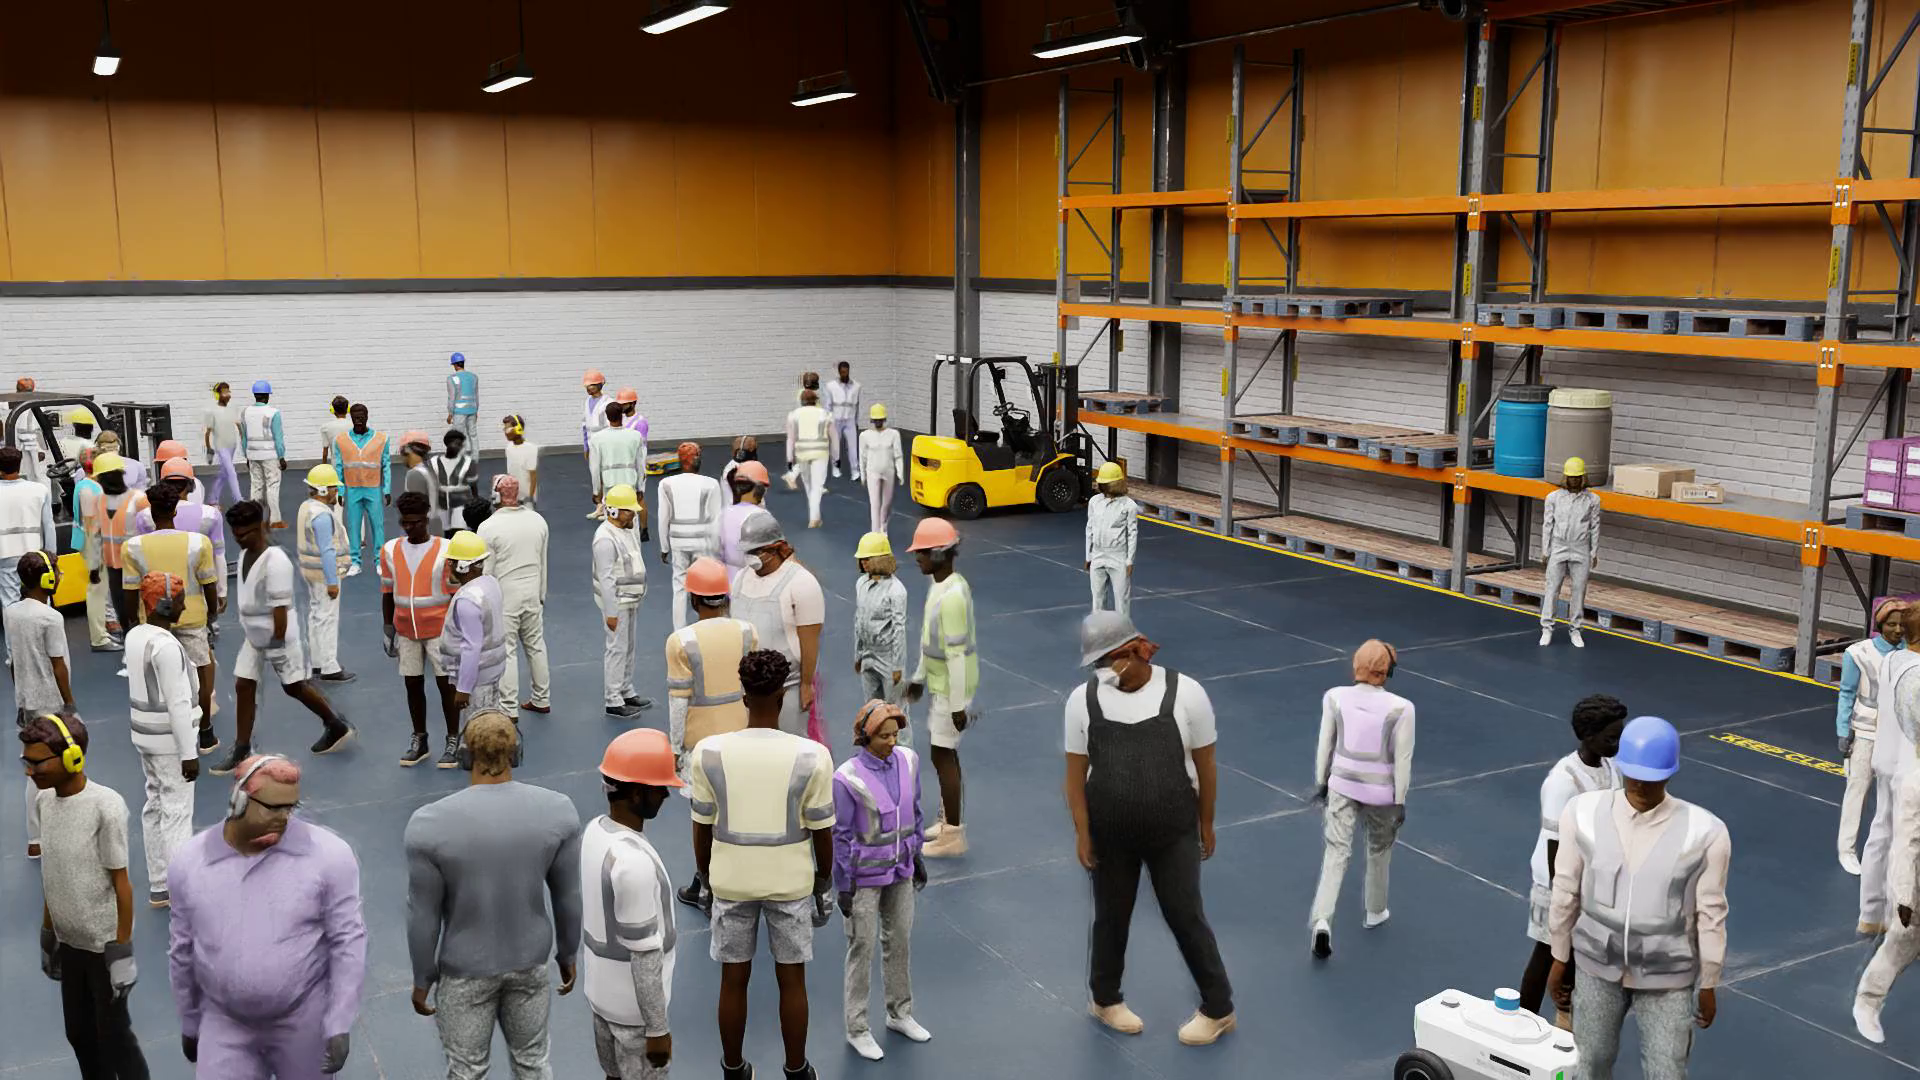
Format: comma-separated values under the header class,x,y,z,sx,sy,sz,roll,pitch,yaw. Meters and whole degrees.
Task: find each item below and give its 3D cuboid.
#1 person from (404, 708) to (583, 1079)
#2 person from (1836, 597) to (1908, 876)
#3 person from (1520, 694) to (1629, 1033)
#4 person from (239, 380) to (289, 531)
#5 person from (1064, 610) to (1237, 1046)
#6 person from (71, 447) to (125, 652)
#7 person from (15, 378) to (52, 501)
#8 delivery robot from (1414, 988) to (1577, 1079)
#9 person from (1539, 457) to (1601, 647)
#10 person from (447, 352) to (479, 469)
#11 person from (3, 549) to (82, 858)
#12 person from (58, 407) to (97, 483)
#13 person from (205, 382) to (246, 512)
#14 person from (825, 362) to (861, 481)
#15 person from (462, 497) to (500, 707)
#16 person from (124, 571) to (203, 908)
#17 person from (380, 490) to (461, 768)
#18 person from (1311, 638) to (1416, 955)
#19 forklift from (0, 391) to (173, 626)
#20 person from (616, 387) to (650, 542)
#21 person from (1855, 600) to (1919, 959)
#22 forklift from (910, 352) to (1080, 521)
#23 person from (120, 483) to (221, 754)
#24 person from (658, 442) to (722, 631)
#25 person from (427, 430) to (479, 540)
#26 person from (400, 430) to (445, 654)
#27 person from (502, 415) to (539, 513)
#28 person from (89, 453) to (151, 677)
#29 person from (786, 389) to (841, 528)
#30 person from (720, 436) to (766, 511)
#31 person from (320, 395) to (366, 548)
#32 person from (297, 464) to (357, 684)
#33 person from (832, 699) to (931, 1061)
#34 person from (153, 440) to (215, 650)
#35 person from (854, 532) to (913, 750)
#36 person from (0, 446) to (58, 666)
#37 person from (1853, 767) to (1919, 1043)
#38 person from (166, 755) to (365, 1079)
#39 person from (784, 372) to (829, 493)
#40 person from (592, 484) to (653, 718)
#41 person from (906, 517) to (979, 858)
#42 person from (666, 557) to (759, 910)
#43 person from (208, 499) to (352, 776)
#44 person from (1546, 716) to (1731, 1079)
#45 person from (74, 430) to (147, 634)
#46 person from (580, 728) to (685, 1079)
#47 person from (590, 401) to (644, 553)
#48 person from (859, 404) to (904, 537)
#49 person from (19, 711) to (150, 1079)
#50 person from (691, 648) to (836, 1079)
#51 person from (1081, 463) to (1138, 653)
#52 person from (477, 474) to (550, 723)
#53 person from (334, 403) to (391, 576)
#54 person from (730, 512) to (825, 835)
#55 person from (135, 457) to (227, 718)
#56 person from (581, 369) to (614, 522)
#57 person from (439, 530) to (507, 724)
class,x,y,z,sx,sy,sz,roll,pitch,yaw
person,-1.708,1.571,6.155,0.638,1.929,0.374,-5,11,-29
person,5.296,1.128,9.559,0.524,1.630,0.313,1,10,4
person,2.716,1.488,7.333,0.530,1.684,0.342,-8,13,-39
person,-8.937,-1.081,21.388,0.605,1.940,0.415,3,10,17
person,0.859,1.262,7.595,0.812,2.000,0.546,2,10,13
person,-7.763,0.084,14.936,0.388,1.847,0.564,-5,11,-25
person,-12.544,-1.244,22.477,0.581,1.882,0.351,6,12,31
delivery robot,2.240,2.089,6.840,0.477,0.478,0.707,-9,13,-40
person,5.530,0.113,15.070,0.492,1.742,0.324,2,10,14
person,-8.141,-2.097,27.229,0.400,1.938,0.602,7,12,34
person,-5.353,0.981,9.765,0.514,1.857,0.326,6,12,31
person,-9.449,-0.484,18.002,0.630,1.914,0.410,5,11,24
person,-10.004,-1.245,22.692,1.002,1.819,0.503,4,11,23
person,-1.831,-1.868,26.140,0.609,1.856,1.046,-4,11,-22
person,-3.717,0.511,12.907,0.321,1.697,0.529,-6,11,-30
person,-4.269,1.100,8.987,0.572,1.883,0.356,9,13,43
person,-3.730,0.617,11.570,0.608,1.955,0.385,1,10,6
person,2.053,1.315,8.580,0.523,1.610,0.819,6,11,30
forklift,-9.026,-0.363,16.508,1.214,2.155,2.313,6,11,29
person,-4.057,-0.922,20.507,0.388,1.929,0.548,-8,13,-39
person,4.852,1.204,8.493,0.346,1.846,0.506,0,10,1
forklift,0.460,-1.461,22.833,2.313,2.155,1.214,-5,11,-28
person,-5.574,0.571,11.789,0.611,1.966,0.362,-5,11,-25
person,-2.415,0.060,14.970,0.577,1.882,0.349,1,10,4
person,-5.523,-0.353,18.026,0.558,1.672,0.655,0,10,2
person,-4.870,0.014,14.948,0.471,1.983,0.653,-3,10,-15
person,-4.697,-0.409,17.792,0.561,1.842,0.626,5,11,27
person,-7.167,0.189,14.260,0.629,1.884,0.636,3,10,19
person,-1.916,-1.083,21.866,0.679,1.783,0.947,1,10,8
person,-2.077,-0.087,15.979,0.429,1.834,0.634,1,10,7
person,-7.420,-0.814,20.081,0.509,1.860,0.334,-3,10,-19
person,-5.286,0.278,13.870,0.404,1.827,0.600,-7,12,-34
person,-0.366,1.497,7.422,0.321,1.631,0.527,9,14,43
person,-6.901,0.077,14.746,0.388,1.930,0.544,0,10,2
person,-0.540,0.799,11.156,0.354,1.735,0.485,-8,13,-40
person,-8.106,0.153,14.331,0.587,1.920,0.391,-5,11,-29
person,4.276,1.505,7.246,0.497,1.703,0.895,0,10,-1
person,-2.382,1.679,5.687,0.661,1.867,0.759,-2,10,-10
person,-2.257,-1.576,24.558,0.540,1.825,0.636,1,10,5
person,-2.613,0.469,12.819,0.403,1.817,0.605,1,10,4
person,-0.105,0.868,9.919,0.442,2.023,0.611,-1,10,-3
person,-1.357,1.051,9.096,0.545,1.942,0.354,-7,12,-36
person,-4.762,0.636,11.593,0.643,1.915,0.963,8,13,39
person,2.488,1.573,6.154,0.610,1.932,0.431,7,12,33
person,-7.942,-0.079,15.658,0.635,1.928,0.383,-10,14,-44
person,-1.139,1.611,5.911,0.371,1.928,0.543,-6,11,-29
person,-3.822,-0.586,18.605,0.587,1.915,0.397,-4,11,-22
person,-0.984,-0.829,20.530,0.531,1.733,0.844,-2,10,-9
person,-3.364,1.562,6.413,0.531,1.855,0.333,5,11,28
person,-0.815,1.418,6.957,0.599,1.958,0.381,0,10,1
person,1.325,0.172,14.753,0.483,1.736,0.311,5,11,29
person,-3.447,0.441,12.756,0.397,1.899,0.638,7,12,33
person,-6.609,-0.562,18.449,0.590,1.919,0.391,-2,10,-13
person,-1.177,0.816,10.165,0.687,2.000,0.536,7,12,35
person,-5.938,0.379,12.725,0.612,2.031,0.403,-6,11,-30
person,-4.814,-1.251,22.113,0.601,2.036,0.421,7,12,35
person,-3.099,0.845,10.589,0.403,1.835,0.588,0,10,0
